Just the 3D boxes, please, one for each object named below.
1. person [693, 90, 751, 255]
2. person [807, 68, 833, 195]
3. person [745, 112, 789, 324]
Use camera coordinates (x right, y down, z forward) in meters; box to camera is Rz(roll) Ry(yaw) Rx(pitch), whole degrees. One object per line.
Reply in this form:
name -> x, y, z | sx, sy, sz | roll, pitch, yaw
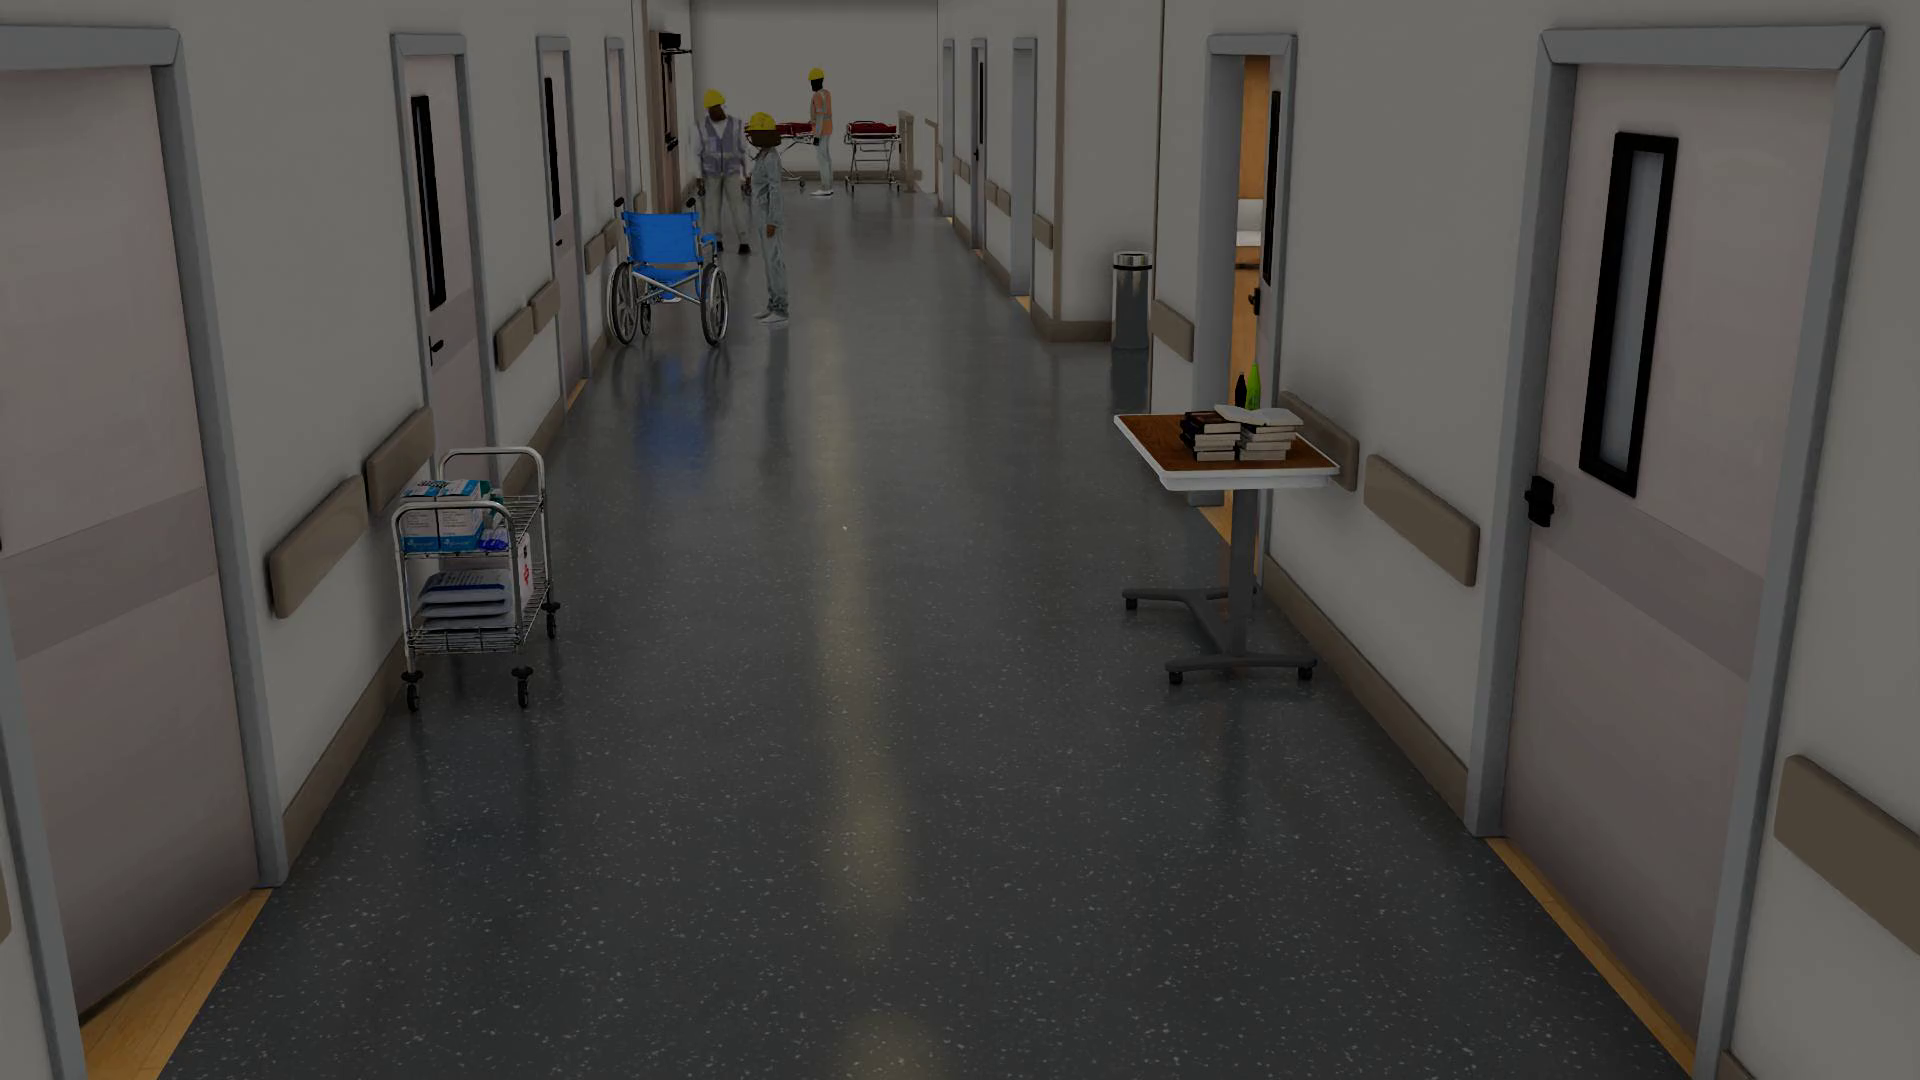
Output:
person -> -2.660, -4.104, 18.605 | 0.631, 1.786, 0.677 | -3, 17, -9
person -> -2.165, -6.306, 25.724 | 0.381, 1.923, 0.592 | 3, 17, 9
person -> -1.625, -2.691, 13.954 | 0.307, 1.743, 0.494 | -4, 17, -14
